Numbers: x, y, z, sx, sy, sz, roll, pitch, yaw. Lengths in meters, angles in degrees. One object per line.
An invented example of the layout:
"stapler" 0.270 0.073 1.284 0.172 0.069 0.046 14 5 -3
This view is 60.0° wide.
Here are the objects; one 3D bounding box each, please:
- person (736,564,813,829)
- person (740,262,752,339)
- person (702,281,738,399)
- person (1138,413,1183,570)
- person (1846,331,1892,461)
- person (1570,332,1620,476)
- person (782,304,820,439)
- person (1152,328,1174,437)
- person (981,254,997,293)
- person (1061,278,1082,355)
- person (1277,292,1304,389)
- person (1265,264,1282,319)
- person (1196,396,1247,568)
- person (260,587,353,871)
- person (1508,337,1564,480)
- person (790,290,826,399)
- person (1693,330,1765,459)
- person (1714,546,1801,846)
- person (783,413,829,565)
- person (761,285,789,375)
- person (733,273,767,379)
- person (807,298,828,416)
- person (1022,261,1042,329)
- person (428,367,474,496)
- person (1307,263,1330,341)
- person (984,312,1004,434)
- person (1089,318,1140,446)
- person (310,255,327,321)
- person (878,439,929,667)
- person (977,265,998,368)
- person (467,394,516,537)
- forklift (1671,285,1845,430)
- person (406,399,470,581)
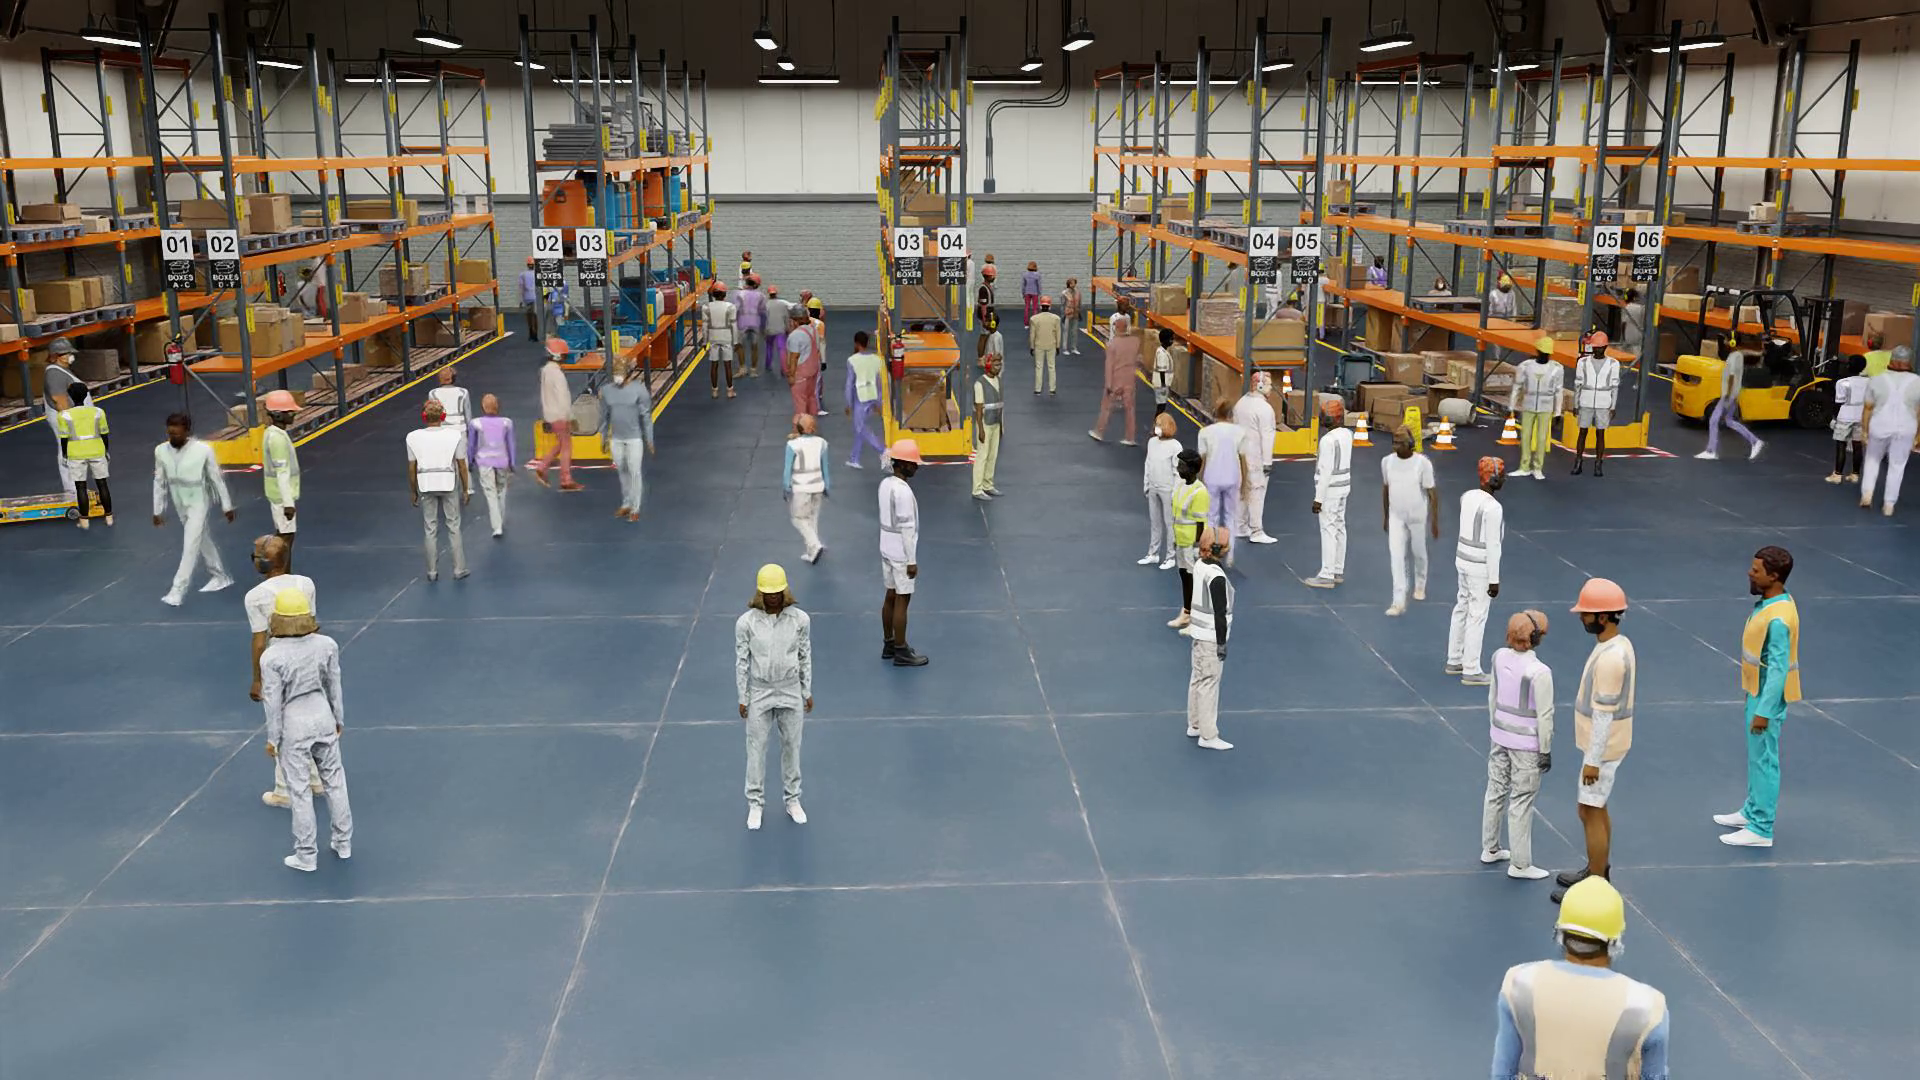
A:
"person" -1.184 0.998 10.678 0.493 1.743 0.312 -4 14 -16
"person" -4.880 -5.511 38.221 0.339 1.760 0.527 -2 13 -9
"person" -4.180 -3.482 29.016 0.611 2.040 0.392 0 13 1
"person" 2.102 -0.518 17.326 0.286 1.636 0.499 -10 17 -38
"person" 12.854 -2.034 23.392 0.571 1.807 0.924 0 13 0
"person" 8.454 -1.808 22.150 0.552 1.935 0.368 6 15 23
"person" -2.405 -2.537 25.015 0.537 2.000 0.683 6 14 23
"person" 3.032 -2.327 24.886 0.320 1.686 0.539 2 13 8
"person" 0.749 -6.583 43.050 0.494 1.626 0.278 10 17 37
"person" 2.344 -4.726 35.168 0.519 1.633 0.312 -8 15 -30
"person" 6.009 -3.636 30.313 0.553 1.737 0.475 10 17 37
"person" 7.204 -5.568 38.207 0.348 1.879 0.583 -5 14 -19
"person" 2.667 -0.579 17.182 0.539 1.833 0.435 -2 13 -9
"person" -3.981 1.137 10.089 0.322 1.742 0.493 11 17 39
"person" 7.583 -1.735 21.919 0.646 1.910 0.452 6 15 24
"person" -2.653 -3.388 28.908 0.640 1.910 0.401 -5 14 -20
"person" 10.821 -2.011 23.241 0.838 1.836 0.540 9 16 33
"person" 5.035 0.975 10.398 0.392 1.920 0.587 5 14 20
"person" -1.562 -0.523 17.376 0.531 1.620 0.516 -11 17 -40
"person" -3.576 -4.071 32.225 0.569 1.711 0.891 -4 14 -16
"person" -3.981 -4.053 31.541 0.676 1.999 0.579 -4 14 -16
"person" -2.395 -2.998 27.244 0.584 1.918 0.407 12 18 40
"person" 1.734 -5.912 40.186 0.507 1.631 0.266 6 14 23
"person" -6.376 -1.350 20.852 0.515 1.636 0.315 -3 14 -13
"person" 8.121 -5.384 37.666 0.524 1.769 0.309 7 15 27
"person" 0.516 -2.541 25.411 0.309 1.864 0.535 -1 13 -3
"person" 2.308 -2.355 24.646 0.642 1.857 0.922 -7 15 -28
"person" -15.957 -6.323 41.264 0.363 1.956 0.781 -9 16 -34
"person" -0.484 0.104 14.066 0.374 1.929 0.542 -5 14 -22
"person" 0.555 -4.457 33.185 0.413 2.034 0.600 2 13 9
"person" -5.287 -0.851 18.831 0.516 1.597 0.868 -7 15 -29
"forklift" 12.503 -2.886 26.166 2.313 2.155 1.214 -1 13 -3
"person" -5.248 -0.494 16.768 0.569 1.848 0.378 -2 13 -9
